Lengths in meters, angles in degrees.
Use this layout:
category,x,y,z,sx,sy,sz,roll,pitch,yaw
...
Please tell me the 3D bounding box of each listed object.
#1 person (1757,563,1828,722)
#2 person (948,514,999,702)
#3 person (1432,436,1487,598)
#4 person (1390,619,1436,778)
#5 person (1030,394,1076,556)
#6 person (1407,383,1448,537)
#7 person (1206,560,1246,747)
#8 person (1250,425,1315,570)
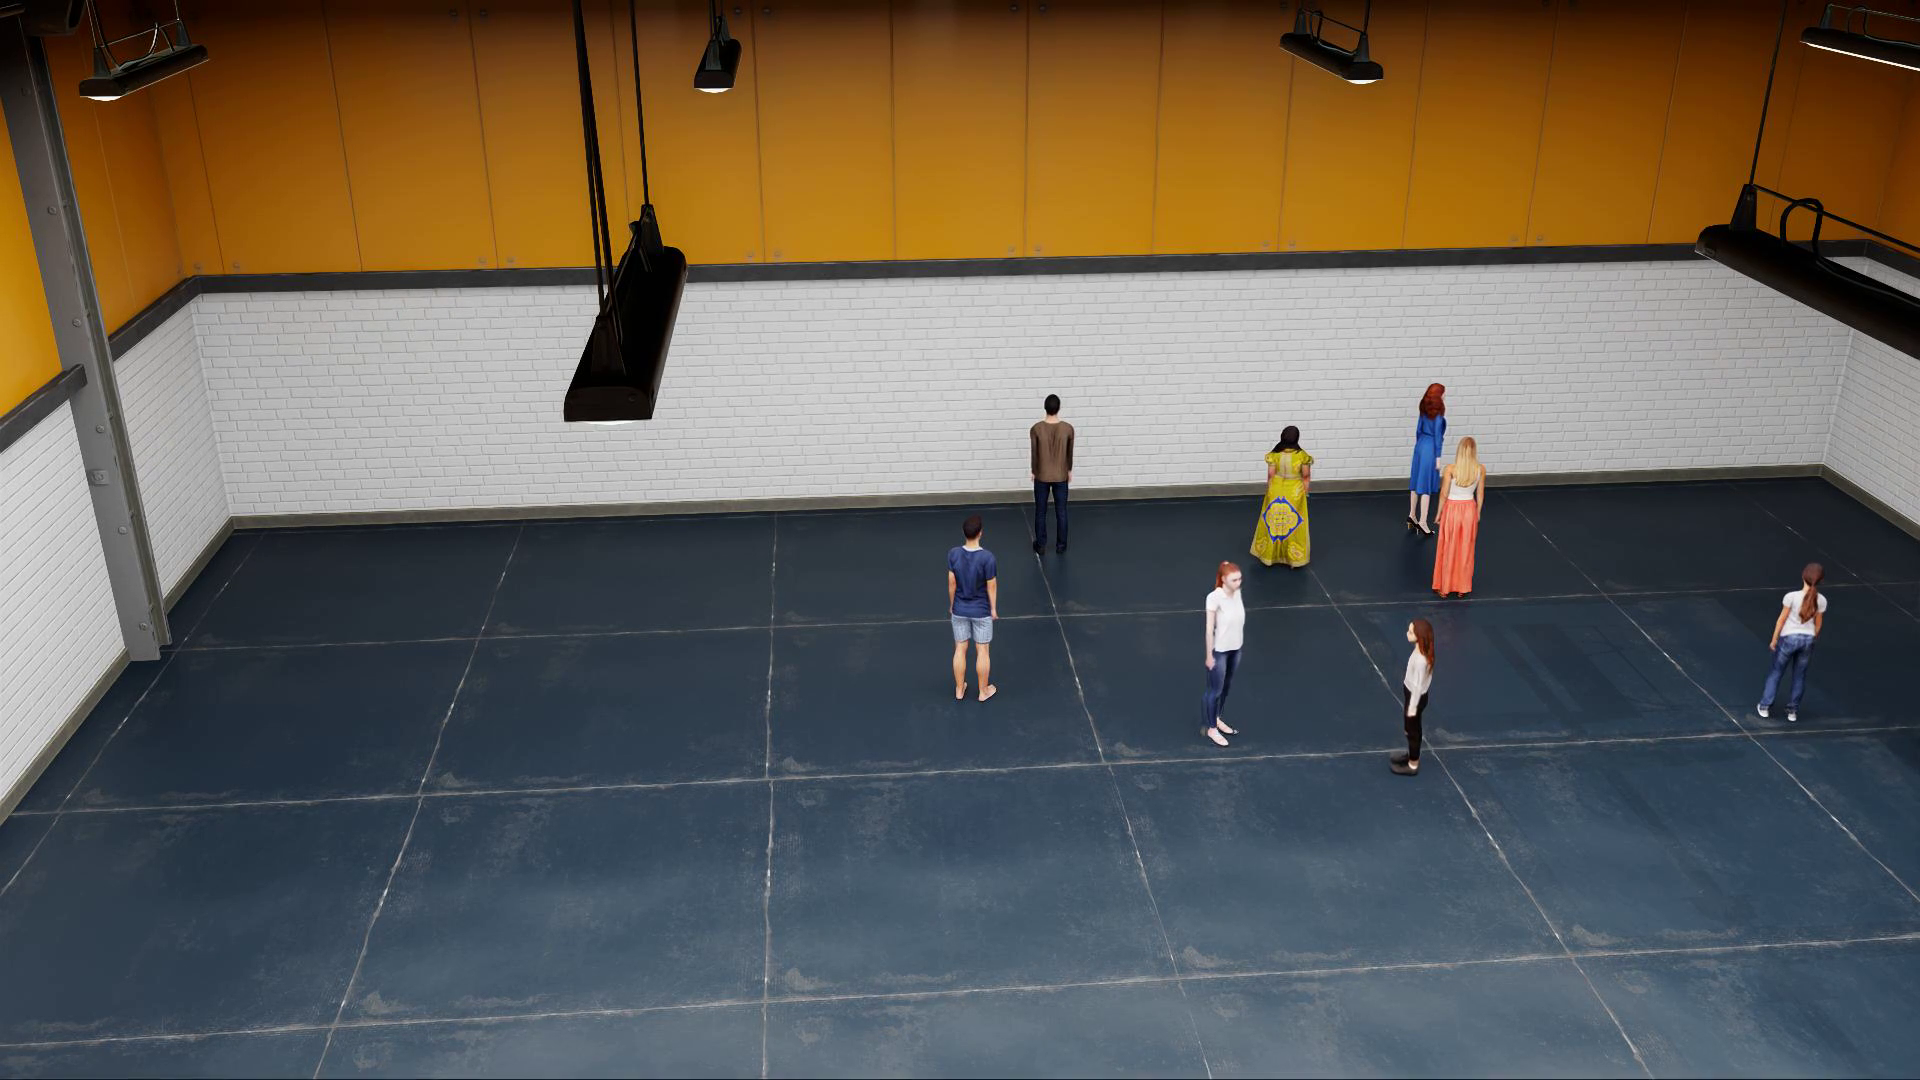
category,x,y,z,sx,sy,sz,roll,pitch,yaw
person,7.723,0.939,15.319,0.617,1.556,0.637,5,24,11
person,0.111,0.643,15.636,0.691,1.846,0.664,6,24,14
person,5.316,-0.248,17.730,0.660,1.802,0.609,1,24,2
person,3.974,1.358,14.454,0.667,1.482,0.534,7,25,16
person,1.031,-0.740,18.745,0.644,1.889,0.561,-1,24,-3
person,5.411,-0.946,19.293,0.700,1.828,0.556,-6,24,-13
person,2.366,0.986,14.986,0.711,1.738,0.759,-19,30,-37
person,3.622,-0.485,18.449,0.965,1.660,0.936,7,25,15
